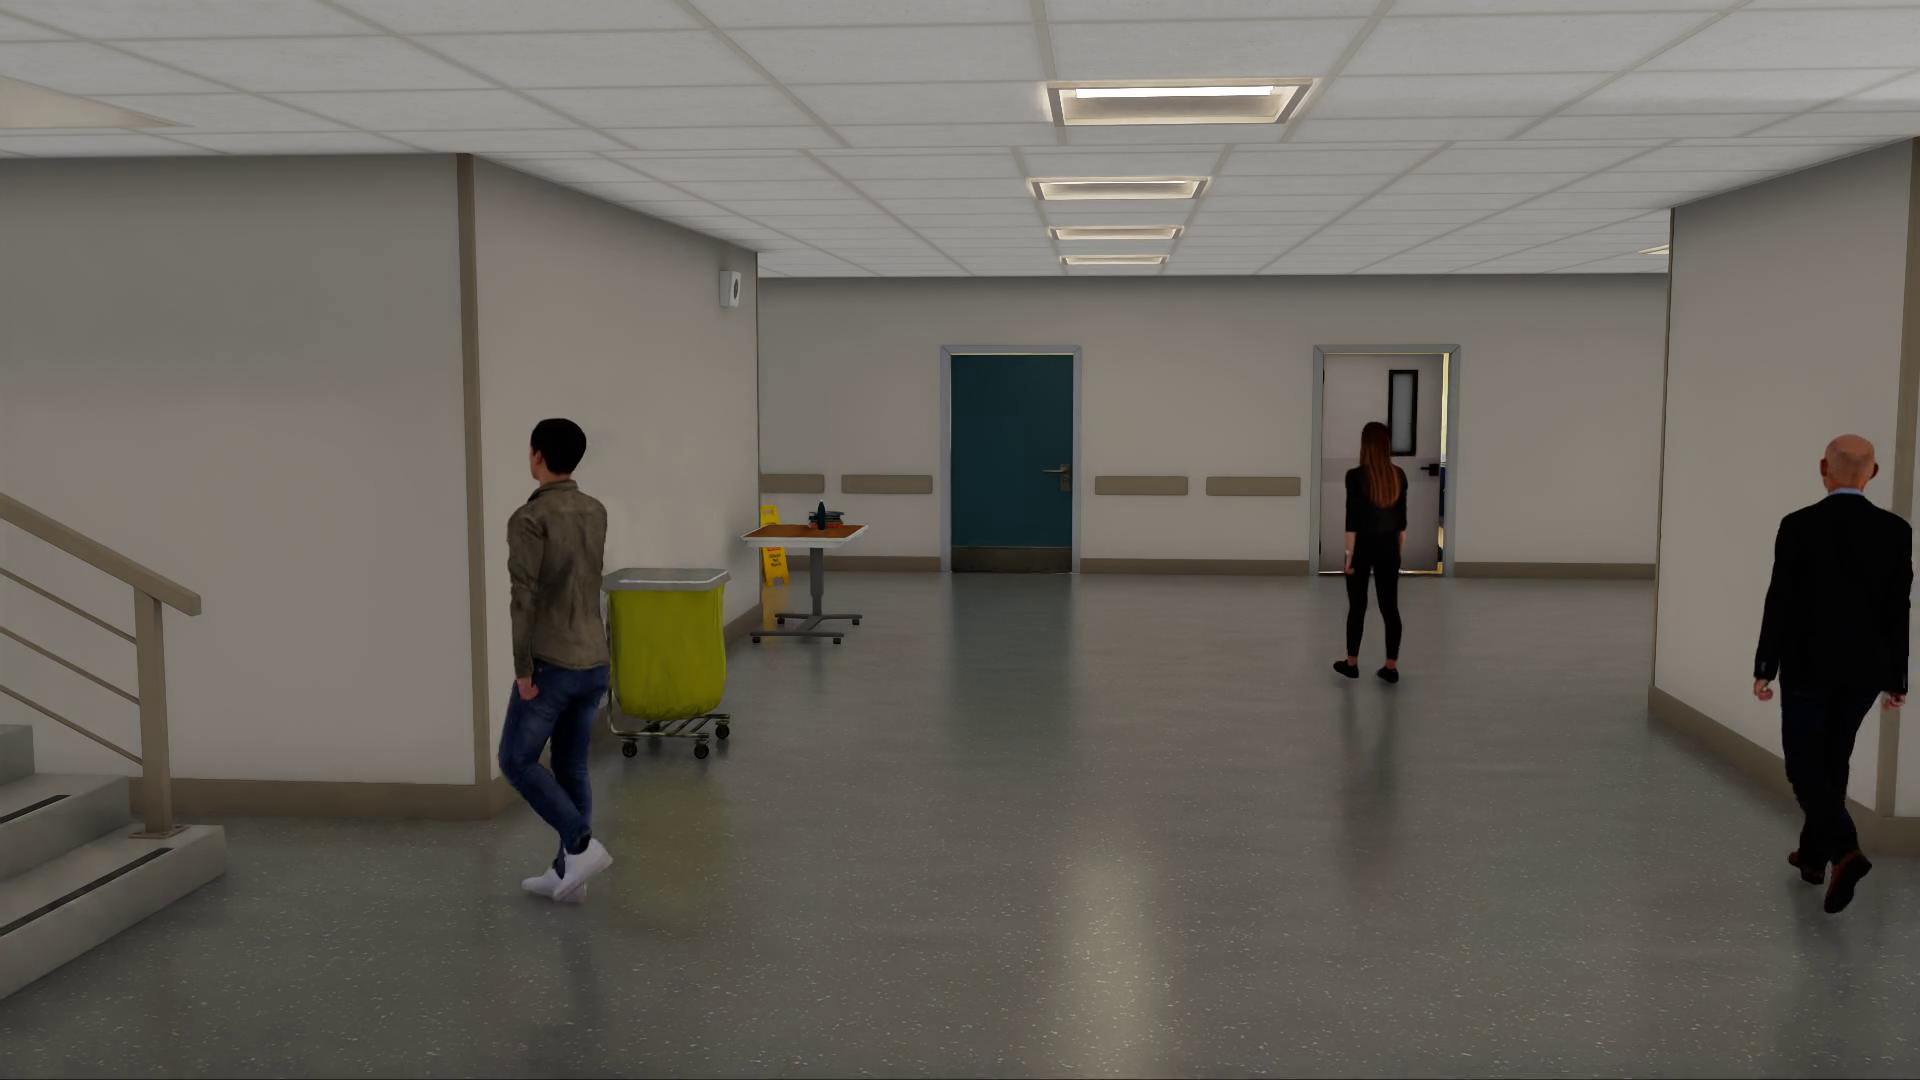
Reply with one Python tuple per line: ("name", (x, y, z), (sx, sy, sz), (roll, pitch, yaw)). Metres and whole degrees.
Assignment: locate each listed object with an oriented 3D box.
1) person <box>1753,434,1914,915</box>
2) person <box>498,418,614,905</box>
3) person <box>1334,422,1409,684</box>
("person", (3.326, 0.510, 6.312), (1.014, 1.777, 0.764), (1, 6, 8))
("person", (-1.444, 0.476, 6.268), (0.897, 1.852, 0.854), (3, 7, 30))
("person", (2.747, 0.080, 10.909), (0.769, 1.713, 0.780), (-1, 6, -10))
